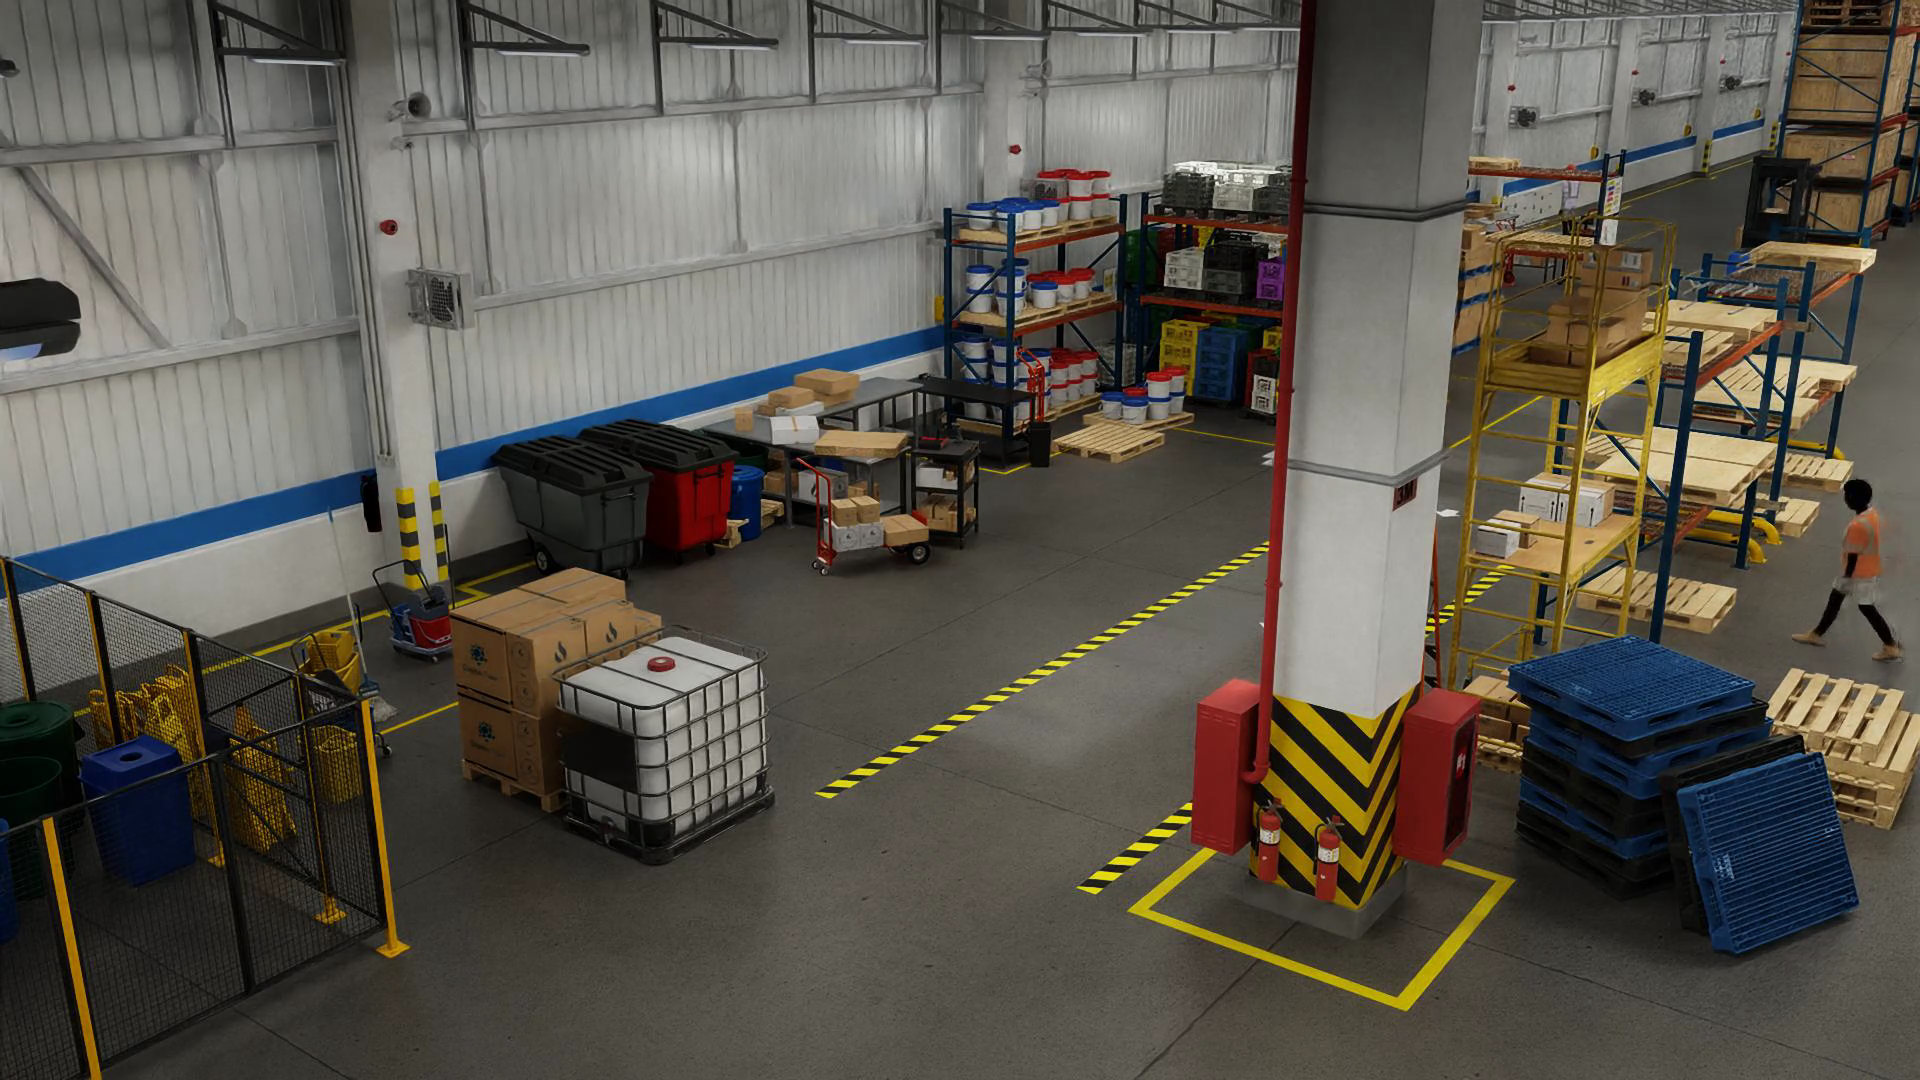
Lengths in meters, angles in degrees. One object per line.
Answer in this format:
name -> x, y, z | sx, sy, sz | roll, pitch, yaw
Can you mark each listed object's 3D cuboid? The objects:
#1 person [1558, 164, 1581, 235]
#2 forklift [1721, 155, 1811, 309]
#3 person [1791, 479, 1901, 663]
person -> 14.318, -7.865, 39.186 | 0.543, 1.939, 0.371 | -11, 21, -31
forklift -> 15.391, -5.861, 31.557 | 1.129, 2.768, 1.873 | 13, 22, 34
person -> 8.036, 0.262, 14.792 | 0.891, 1.633, 0.586 | 12, 21, 31
